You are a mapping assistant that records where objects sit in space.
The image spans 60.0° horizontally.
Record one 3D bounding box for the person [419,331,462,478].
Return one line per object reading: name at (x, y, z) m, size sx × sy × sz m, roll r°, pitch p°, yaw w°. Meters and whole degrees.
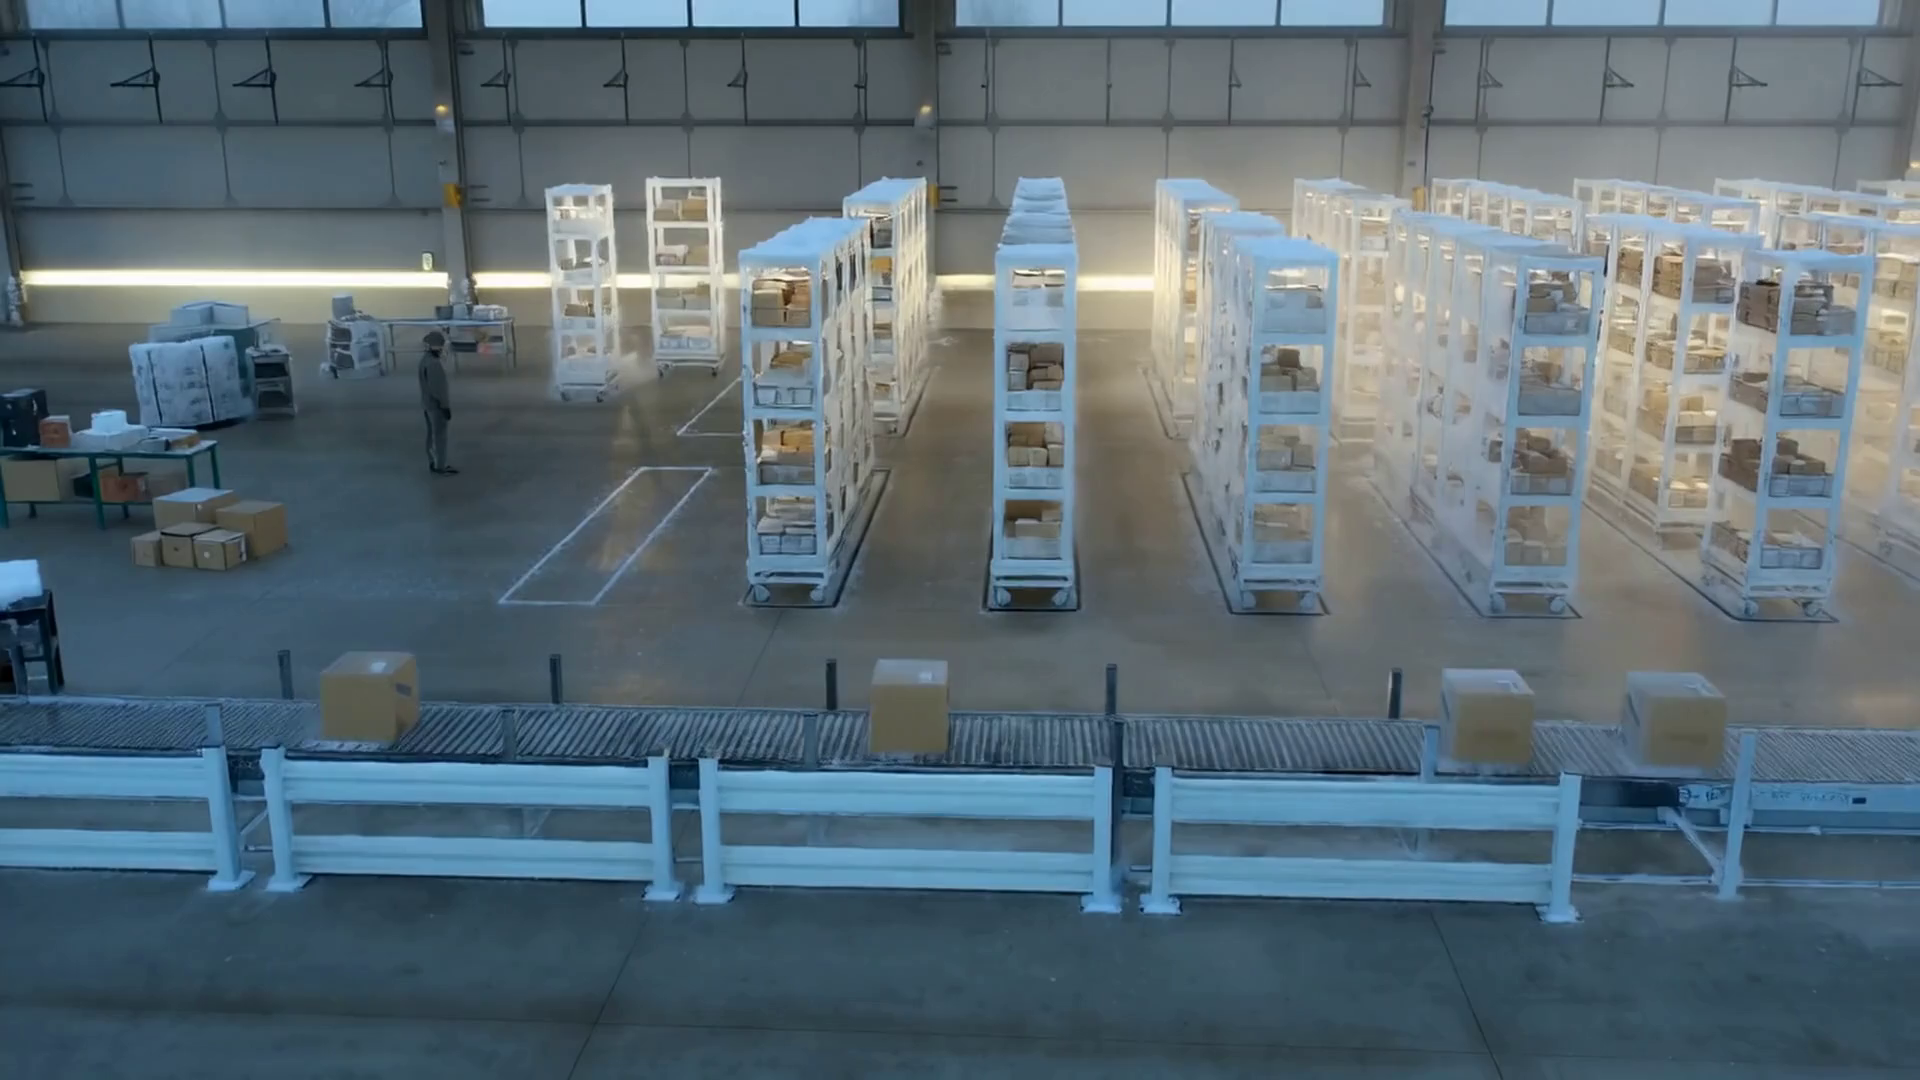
person at (-7.099, -1.839, 22.584) m, size 0.381 × 1.995 × 0.611 m, roll -13°, pitch 20°, yaw -41°
